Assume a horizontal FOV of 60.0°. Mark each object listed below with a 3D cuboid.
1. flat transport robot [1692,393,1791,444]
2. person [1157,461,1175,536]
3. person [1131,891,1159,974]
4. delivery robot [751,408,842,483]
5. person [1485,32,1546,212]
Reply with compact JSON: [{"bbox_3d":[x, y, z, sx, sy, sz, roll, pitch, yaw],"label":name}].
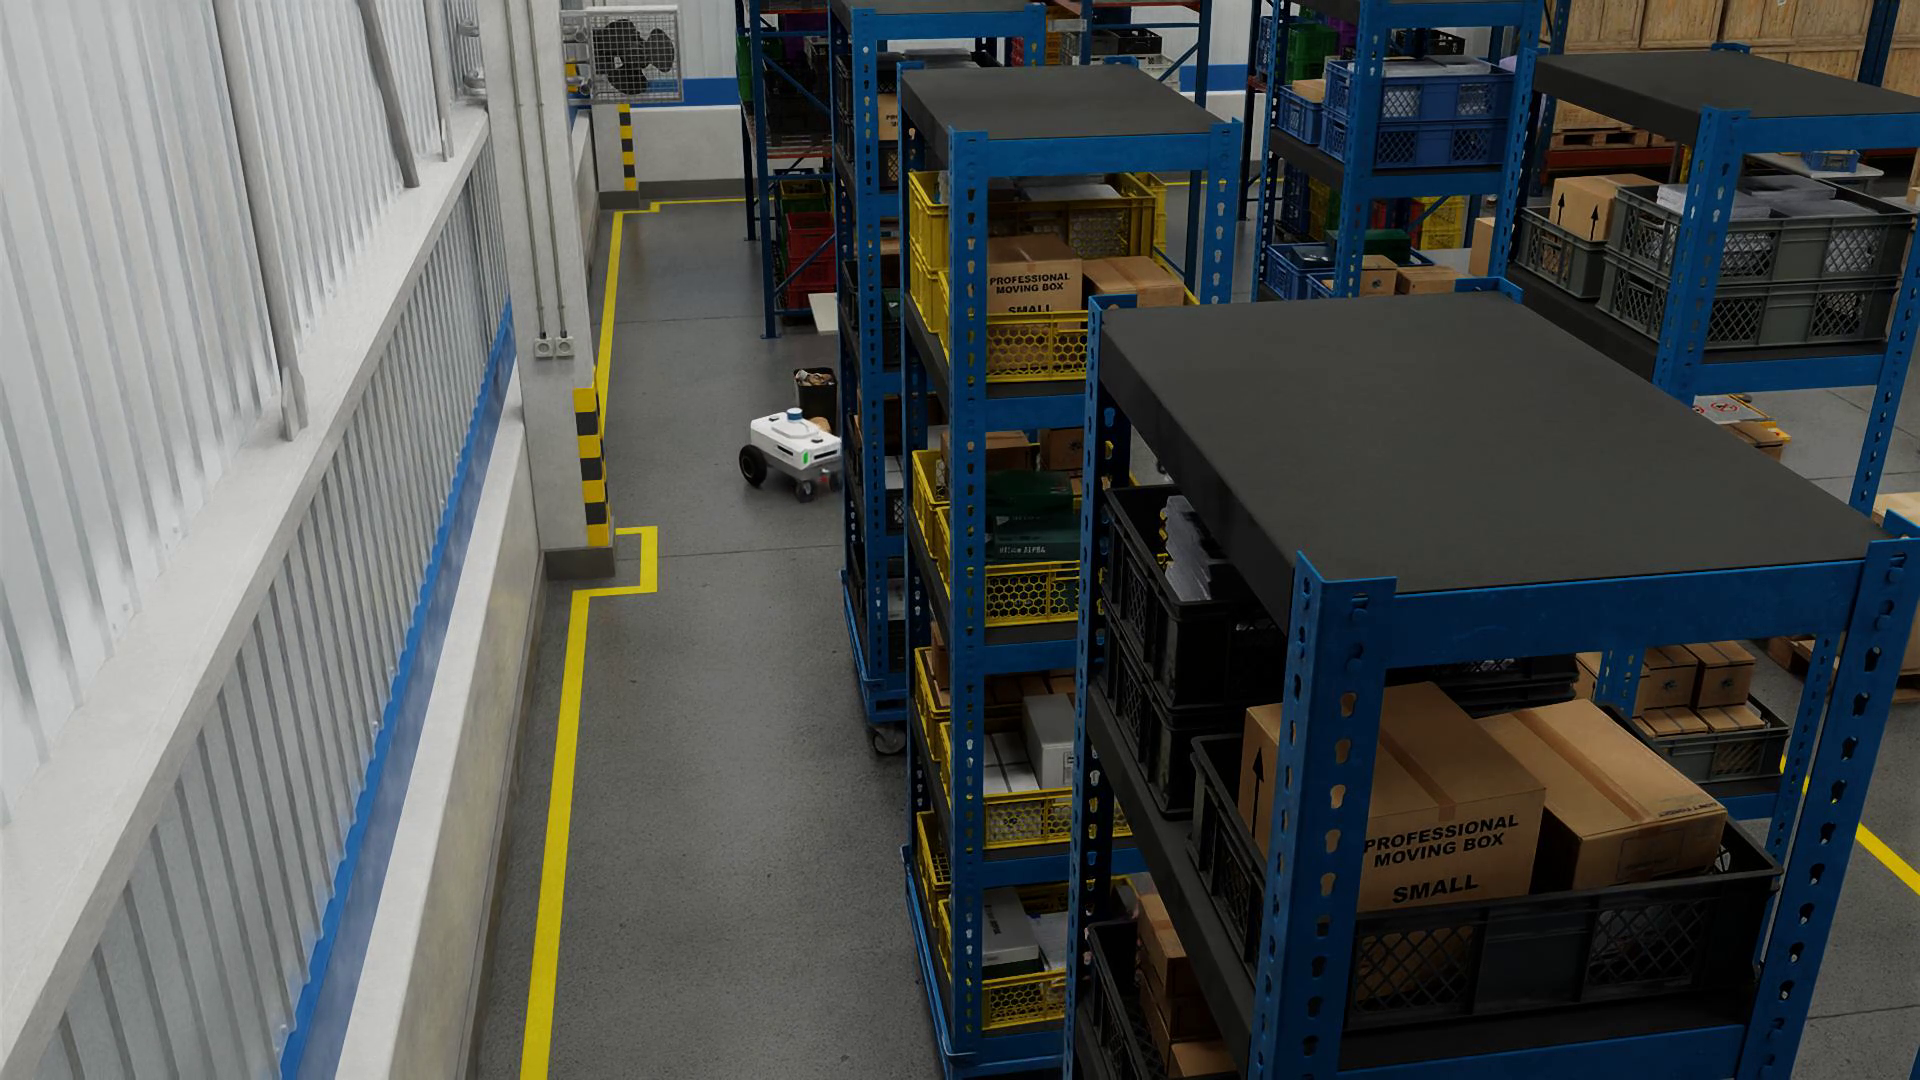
[{"bbox_3d":[5.224,-0.859,12.132,1.431,0.197,0.652,-4,25,-8],"label":"flat transport robot"},{"bbox_3d":[1.378,-0.459,9.630,0.511,1.644,0.307,5,25,11],"label":"person"},{"bbox_3d":[0.753,1.592,4.777,0.670,1.968,0.673,16,29,31],"label":"person"},{"bbox_3d":[-1.105,-0.648,11.230,0.477,0.478,0.707,-19,31,-35],"label":"delivery robot"},{"bbox_3d":[6.102,-4.605,18.295,0.630,1.940,0.372,18,30,33],"label":"person"}]
